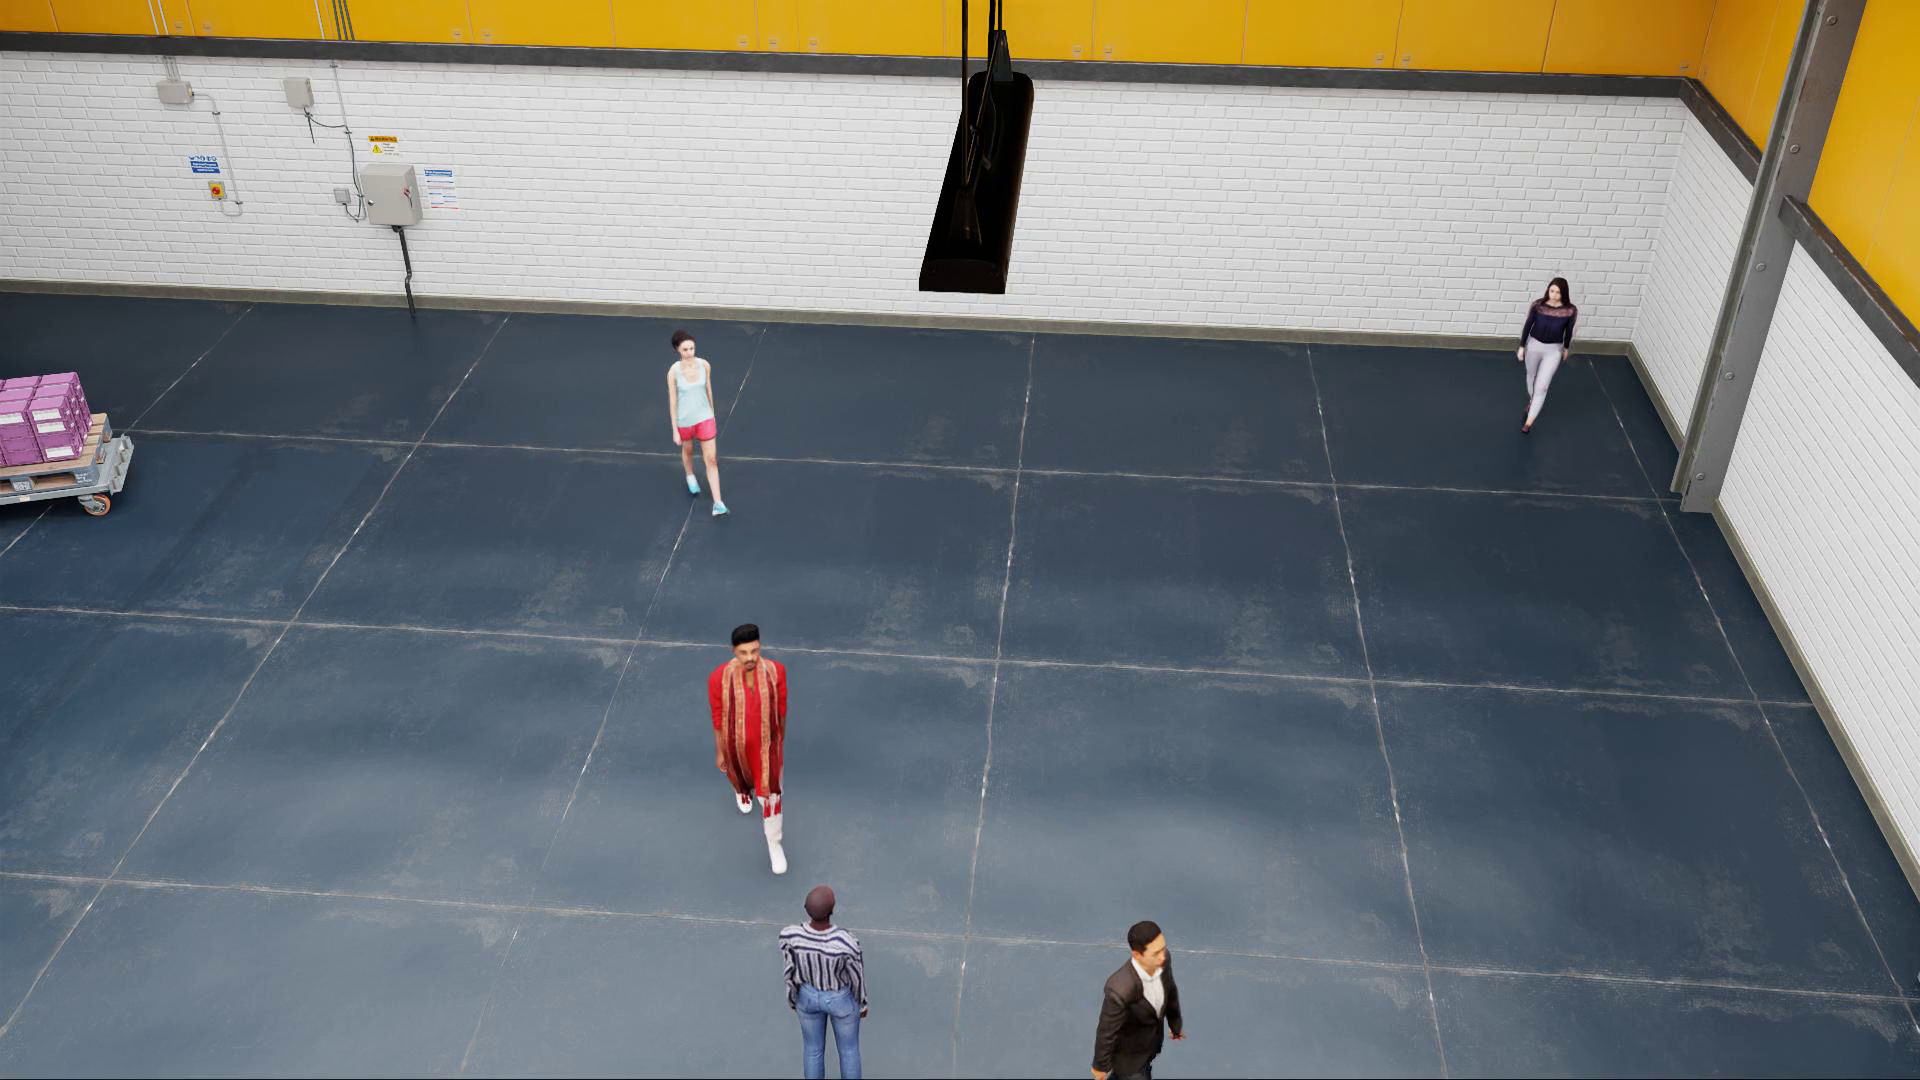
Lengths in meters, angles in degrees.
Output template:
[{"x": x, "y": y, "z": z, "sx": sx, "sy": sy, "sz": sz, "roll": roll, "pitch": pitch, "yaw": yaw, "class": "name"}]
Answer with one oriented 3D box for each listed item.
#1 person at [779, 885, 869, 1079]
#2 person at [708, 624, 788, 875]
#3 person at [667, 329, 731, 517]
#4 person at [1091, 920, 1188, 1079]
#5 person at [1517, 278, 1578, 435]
[{"x": -0.750, "y": 2.630, "z": 9.433, "sx": 0.624, "sy": 1.796, "sz": 0.522, "roll": 4, "pitch": 34, "yaw": 6, "class": "person"}, {"x": -1.464, "y": 1.297, "z": 11.395, "sx": 0.882, "sy": 1.844, "sz": 1.276, "roll": -5, "pitch": 34, "yaw": -8, "class": "person"}, {"x": -2.454, "y": -1.097, "z": 15.116, "sx": 1.031, "sy": 1.711, "sz": 1.246, "roll": -16, "pitch": 37, "yaw": -22, "class": "person"}, {"x": 0.899, "y": 2.749, "z": 9.266, "sx": 1.014, "sy": 1.782, "sz": 0.968, "roll": 23, "pitch": 40, "yaw": 31, "class": "person"}, {"x": 5.759, "y": -1.857, "z": 16.405, "sx": 0.915, "sy": 1.550, "sz": 1.178, "roll": 18, "pitch": 37, "yaw": 24, "class": "person"}]
